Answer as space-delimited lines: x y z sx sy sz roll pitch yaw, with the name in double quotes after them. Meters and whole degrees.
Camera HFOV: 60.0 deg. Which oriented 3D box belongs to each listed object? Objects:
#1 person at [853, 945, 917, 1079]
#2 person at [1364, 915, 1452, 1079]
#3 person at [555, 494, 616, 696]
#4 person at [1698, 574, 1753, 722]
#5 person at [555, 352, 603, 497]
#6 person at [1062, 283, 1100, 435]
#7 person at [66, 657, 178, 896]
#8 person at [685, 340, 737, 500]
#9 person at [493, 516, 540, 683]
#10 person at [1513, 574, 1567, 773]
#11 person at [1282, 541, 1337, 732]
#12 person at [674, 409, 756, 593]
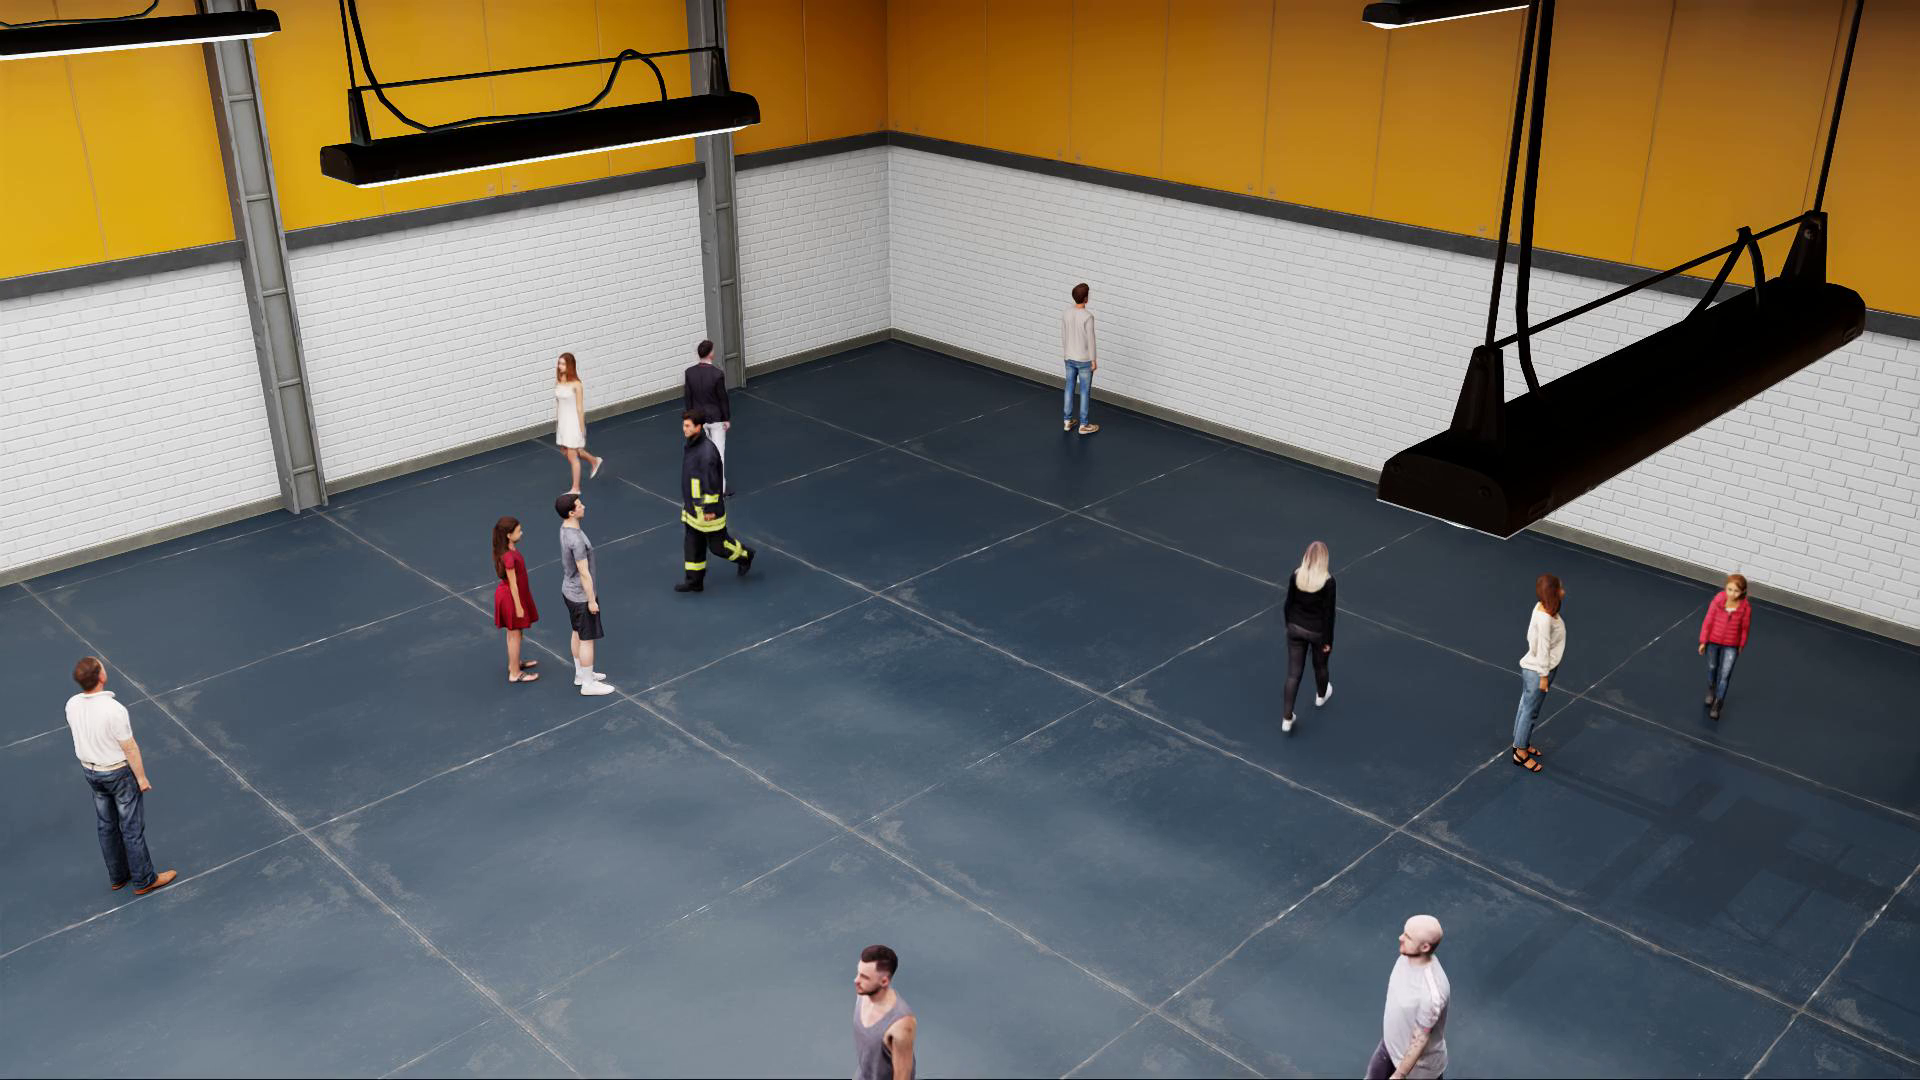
-0.334 2.960 9.080 1.166 1.807 0.782 -16 28 -32 "person"
2.582 2.869 9.154 1.278 1.785 1.184 -1 24 -3 "person"
-3.336 0.458 14.563 0.678 1.871 0.724 -11 26 -23 "person"
6.590 0.869 14.350 0.627 1.289 0.892 15 28 30 "person"
-4.350 -1.326 18.866 0.626 1.694 0.935 17 29 34 "person"
1.487 -2.271 20.764 0.667 1.906 0.594 19 30 36 "person"
-6.039 1.669 11.811 0.742 1.856 0.725 8 25 19 "person"
-2.838 -1.360 18.757 0.735 1.843 0.706 7 25 16 "person"
-3.994 0.513 14.836 0.710 1.551 0.651 -8 25 -19 "person"
4.674 1.043 13.461 0.751 1.682 0.629 7 25 16 "person"
2.890 0.838 13.980 0.813 1.642 1.120 13 27 28 "person"
-2.460 -0.395 16.471 1.163 1.906 0.872 -16 28 -32 "person"
